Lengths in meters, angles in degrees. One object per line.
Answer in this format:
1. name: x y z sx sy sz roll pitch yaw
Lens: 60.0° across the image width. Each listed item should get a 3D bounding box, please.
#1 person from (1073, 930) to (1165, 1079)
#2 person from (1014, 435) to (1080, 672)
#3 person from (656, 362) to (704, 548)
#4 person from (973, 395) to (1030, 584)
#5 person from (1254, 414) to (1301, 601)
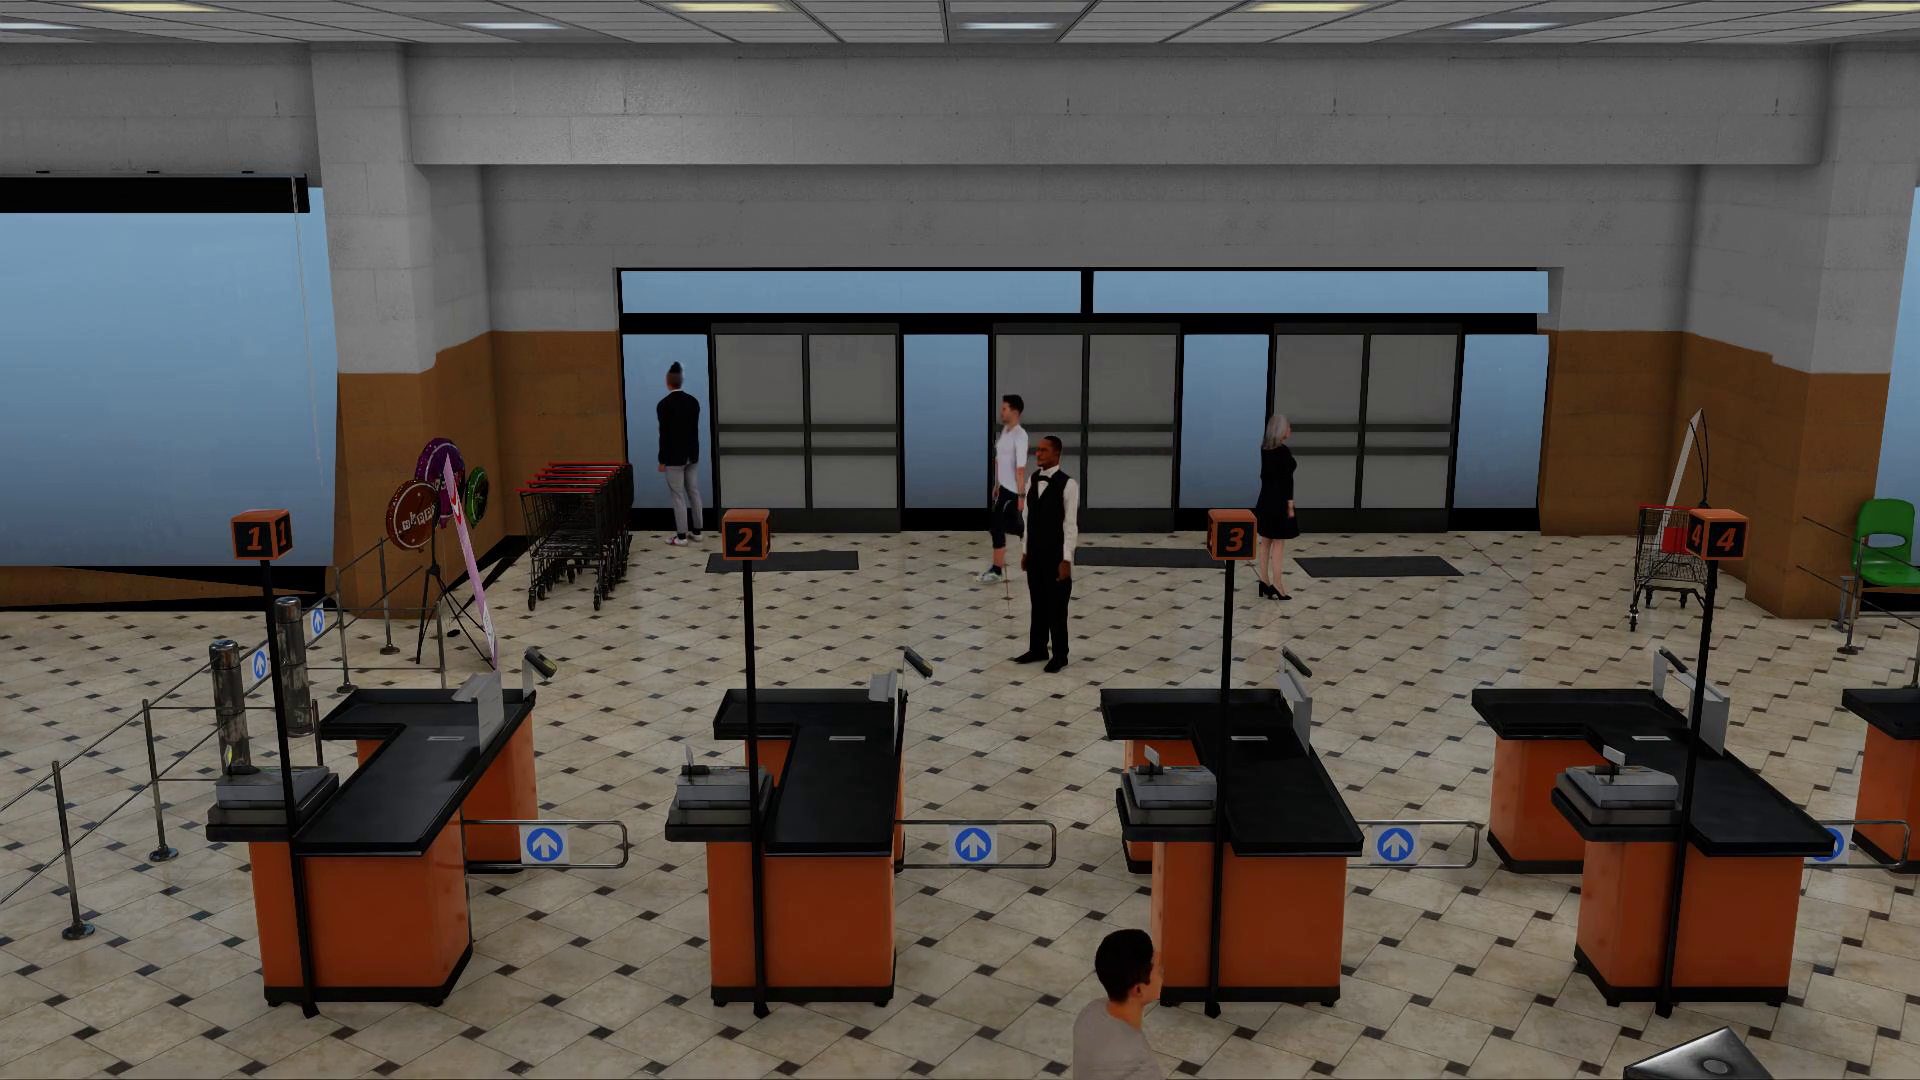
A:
1. person: 0.420 2.136 5.396 0.901 1.763 1.146 -3 14 -12
2. person: 0.727 0.092 13.492 0.827 1.918 0.766 -13 19 -43
3. person: -2.949 -0.919 17.585 0.850 1.955 0.768 11 18 39
4. person: 0.573 -0.490 16.095 0.890 1.824 1.117 -3 14 -13
5. person: 2.957 -0.316 15.538 0.745 1.747 0.636 -6 15 -24
